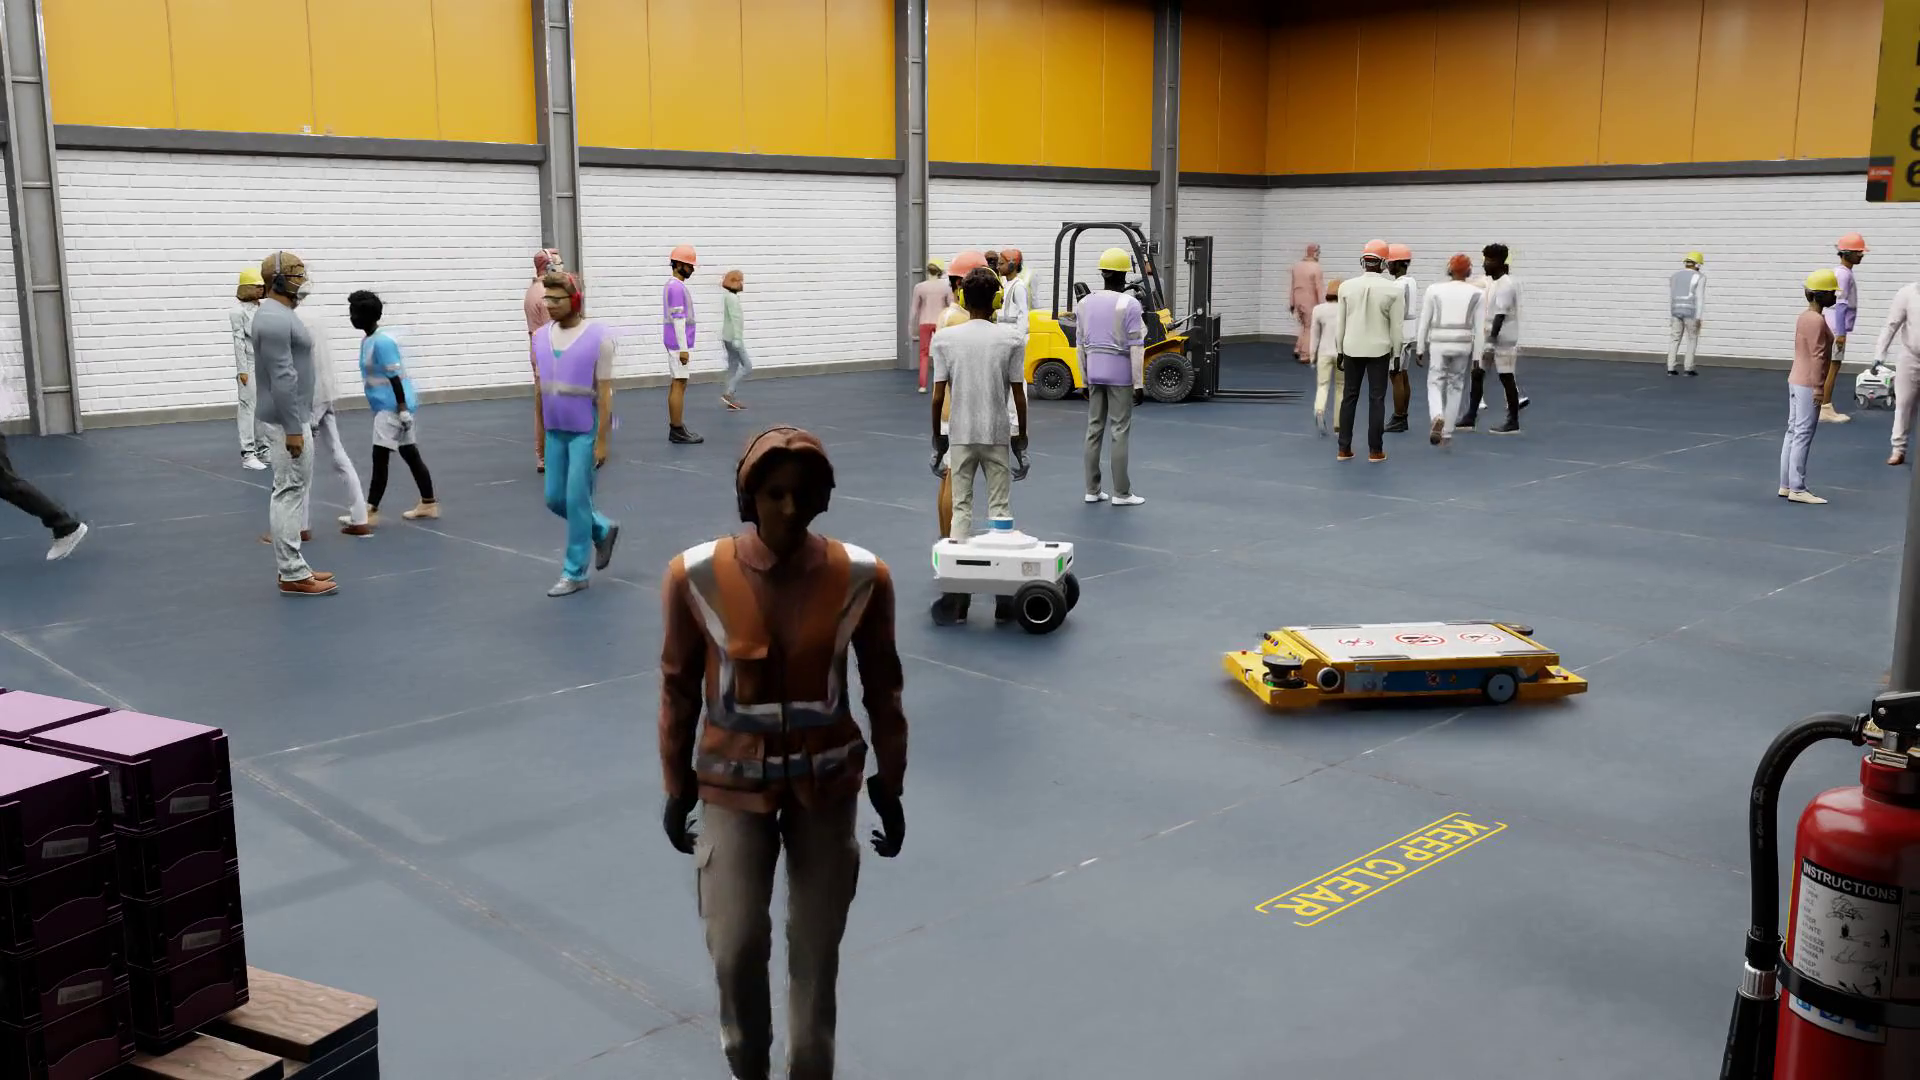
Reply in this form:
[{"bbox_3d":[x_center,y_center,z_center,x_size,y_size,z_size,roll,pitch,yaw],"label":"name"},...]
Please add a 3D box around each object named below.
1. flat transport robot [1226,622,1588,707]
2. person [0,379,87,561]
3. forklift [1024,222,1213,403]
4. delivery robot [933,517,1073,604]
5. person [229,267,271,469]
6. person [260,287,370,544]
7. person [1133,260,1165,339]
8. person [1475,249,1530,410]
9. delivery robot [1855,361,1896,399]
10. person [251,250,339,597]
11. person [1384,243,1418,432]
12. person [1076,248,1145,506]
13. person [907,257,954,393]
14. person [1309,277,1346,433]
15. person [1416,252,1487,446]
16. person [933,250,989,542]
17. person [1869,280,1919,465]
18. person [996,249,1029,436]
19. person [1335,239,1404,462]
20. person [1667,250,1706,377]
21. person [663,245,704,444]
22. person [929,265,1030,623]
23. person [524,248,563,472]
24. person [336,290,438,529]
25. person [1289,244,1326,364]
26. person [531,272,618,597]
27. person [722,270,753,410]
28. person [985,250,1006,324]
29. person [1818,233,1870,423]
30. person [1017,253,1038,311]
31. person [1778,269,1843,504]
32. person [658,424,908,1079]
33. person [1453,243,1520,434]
[{"bbox_3d":[1.974,0.540,7.427,1.431,0.197,0.652,-1,10,-7],"label":"flat transport robot"},{"bbox_3d":[-5.882,-0.733,10.050,0.629,1.867,0.927,8,13,37],"label":"person"},{"bbox_3d":[1.935,-2.847,20.651,2.313,2.155,1.214,2,11,13],"label":"forklift"},{"bbox_3d":[0.223,0.122,8.678,0.707,0.478,0.477,2,11,13],"label":"delivery robot"},{"bbox_3d":[-6.122,-1.496,14.510,0.296,1.745,0.484,2,11,13],"label":"person"},{"bbox_3d":[-4.286,-0.884,10.995,0.665,1.829,0.522,-1,10,-3],"label":"person"},{"bbox_3d":[3.009,-3.641,26.510,0.508,1.632,0.265,3,11,14],"label":"person"},{"bbox_3d":[6.208,-2.417,19.153,0.618,1.872,0.980,-3,11,-14],"label":"person"},{"bbox_3d":[10.748,-1.860,19.485,0.477,0.478,0.707,8,13,37],"label":"delivery robot"},{"bbox_3d":[-3.770,-0.652,9.379,0.372,1.940,0.631,-4,11,-22],"label":"person"},{"bbox_3d":[4.500,-2.076,17.147,0.358,1.938,0.542,6,12,29],"label":"person"},{"bbox_3d":[1.136,-1.215,12.478,0.587,1.928,0.362,9,13,39],"label":"person"},{"bbox_3d":[-0.374,-2.744,21.350,0.634,1.740,0.401,0,10,2],"label":"person"},{"bbox_3d":[3.779,-1.851,16.820,0.507,1.613,0.672,3,11,18],"label":"person"},{"bbox_3d":[4.644,-1.779,15.742,0.629,1.864,0.716,3,11,14],"label":"person"},{"bbox_3d":[0.024,-0.769,10.033,0.376,1.933,0.544,-1,10,-4],"label":"person"},{"bbox_3d":[8.374,-1.562,14.501,0.755,1.878,0.564,7,12,32],"label":"person"},{"bbox_3d":[0.529,-2.003,16.891,0.337,1.882,0.583,-2,11,-12],"label":"person"},{"bbox_3d":[3.665,-1.686,14.905,0.619,1.989,0.397,6,12,28],"label":"person"},{"bbox_3d":[10.438,-3.249,23.883,0.405,1.823,0.599,-7,12,-33],"label":"person"},{"bbox_3d":[-2.708,-1.906,16.247,0.373,1.928,0.543,-3,11,-14],"label":"person"},{"bbox_3d":[0.101,-0.489,8.706,0.535,1.859,0.309,1,10,6],"label":"person"},{"bbox_3d":[-3.428,-1.493,14.040,0.409,1.913,0.646,-5,12,-27],"label":"person"},{"bbox_3d":[-4.021,-0.908,11.581,0.728,1.646,0.548,-6,12,-28],"label":"person"},{"bbox_3d":[5.510,-3.717,26.245,0.443,1.884,0.679,-6,12,-28],"label":"person"},{"bbox_3d":[-2.164,-0.613,9.499,0.569,1.823,0.641,5,12,28],"label":"person"},{"bbox_3d":[-2.573,-2.302,19.215,0.341,1.620,0.520,-3,11,-14],"label":"person"},{"bbox_3d":[0.402,-2.751,21.130,0.627,1.836,0.430,0,10,1],"label":"person"},{"bbox_3d":[9.557,-2.291,18.028,0.397,2.043,0.609,5,11,24],"label":"person"},{"bbox_3d":[0.756,-3.188,23.619,0.628,1.787,1.000,5,12,25],"label":"person"},{"bbox_3d":[6.471,-1.164,12.642,0.312,1.768,0.522,2,11,13],"label":"person"},{"bbox_3d":[-0.374,0.561,3.586,0.536,1.623,0.377,-2,11,-12],"label":"person"},{"bbox_3d":[5.354,-2.034,16.907,0.848,1.929,0.632,1,10,3],"label":"person"}]
